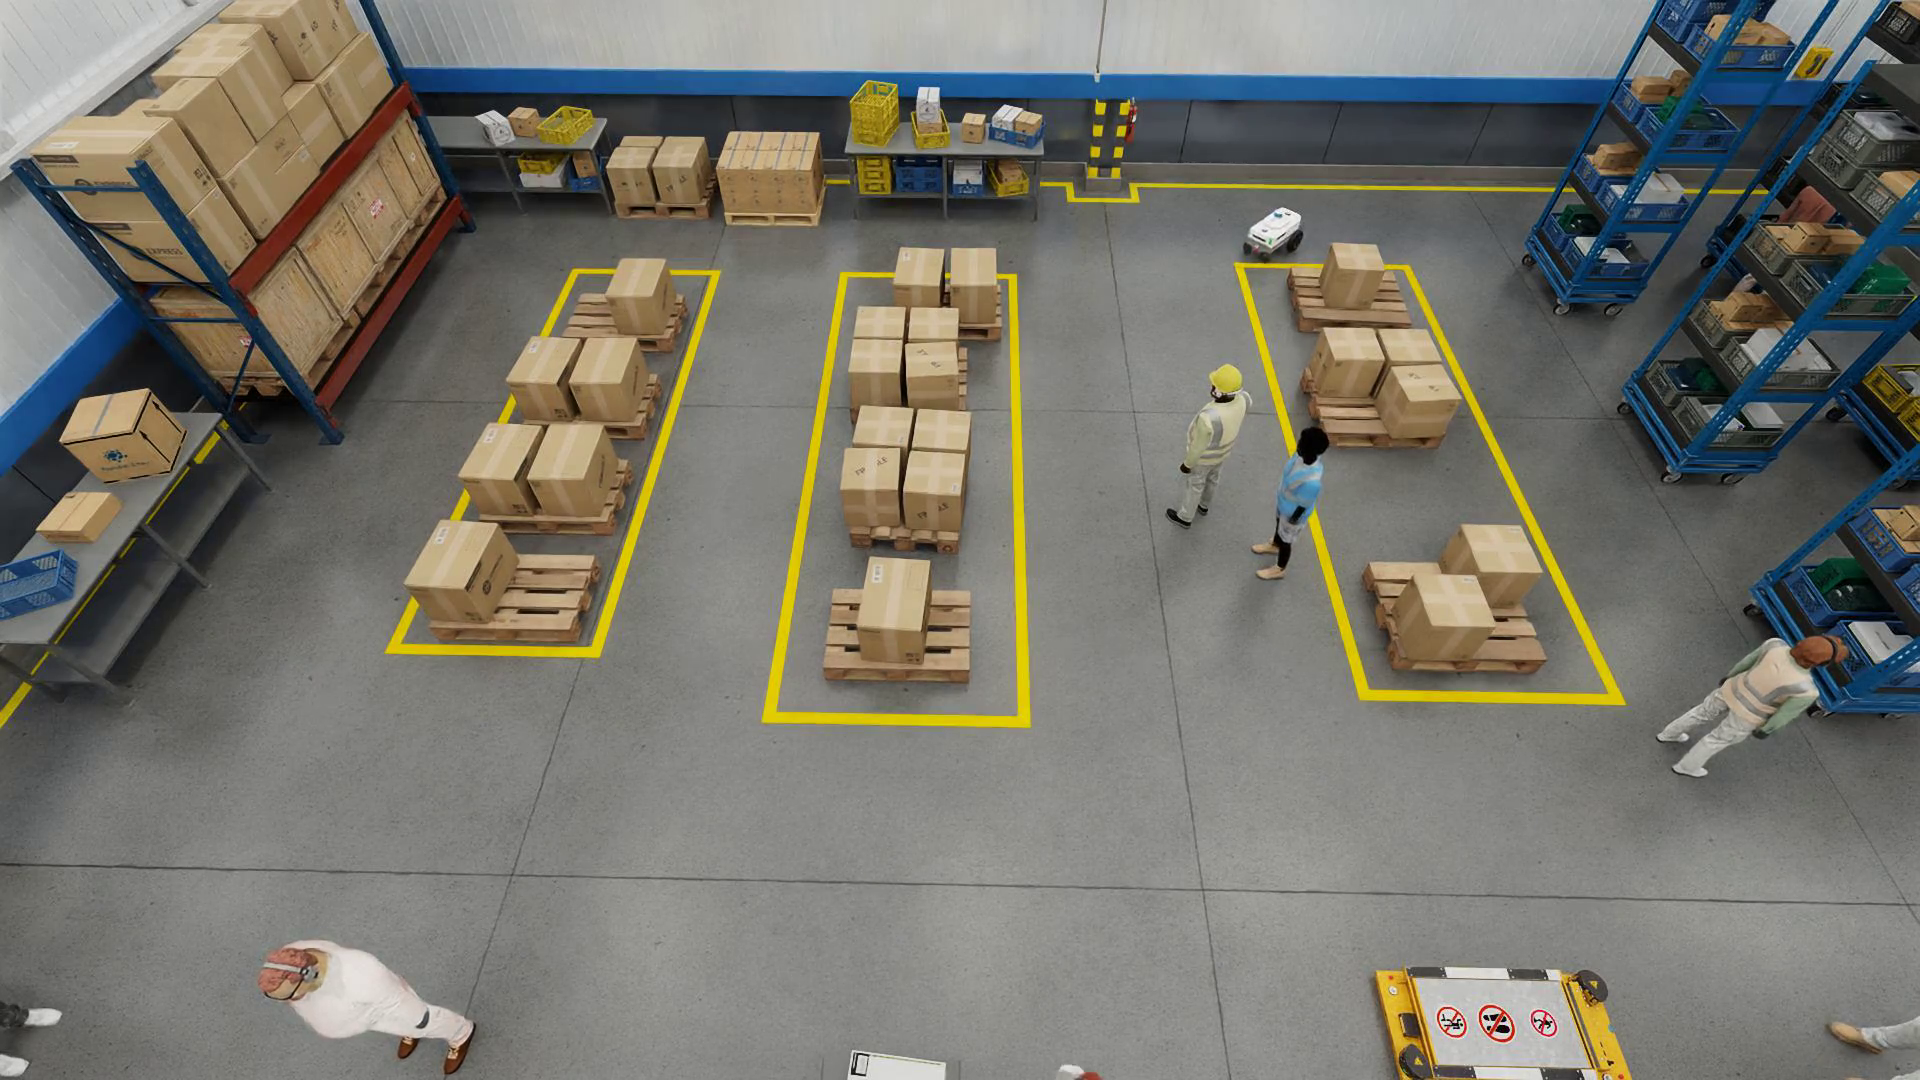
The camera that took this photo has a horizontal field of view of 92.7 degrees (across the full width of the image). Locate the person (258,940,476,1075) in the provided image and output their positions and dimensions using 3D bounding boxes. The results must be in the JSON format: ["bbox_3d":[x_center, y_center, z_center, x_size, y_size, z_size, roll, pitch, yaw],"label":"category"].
[{"bbox_3d":[-3.377,2.677,5.248,0.647,1.900,0.401,12,52,9],"label":"person"}]

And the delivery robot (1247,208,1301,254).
[{"bbox_3d":[3.897,-3.855,11.370,0.477,0.478,0.707,38,60,26],"label":"delivery robot"}]

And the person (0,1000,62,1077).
[{"bbox_3d":[-6.140,2.700,5.221,0.398,1.907,0.599,2,51,2],"label":"person"}]

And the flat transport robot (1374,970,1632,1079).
[{"bbox_3d":[3.501,3.133,5.914,1.431,0.197,0.652,1,51,1],"label":"flat transport robot"}]

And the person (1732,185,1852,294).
[{"bbox_3d":[9.068,-3.170,9.957,0.412,1.984,0.624,-20,54,-16],"label":"person"}]

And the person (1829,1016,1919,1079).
[{"bbox_3d":[5.786,2.809,5.173,0.429,1.839,0.634,13,52,11],"label":"person"}]

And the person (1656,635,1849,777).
[{"bbox_3d":[5.685,1.183,6.632,0.313,1.632,0.521,1,51,0],"label":"person"}]

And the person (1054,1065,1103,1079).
[{"bbox_3d":[0.466,3.244,4.817,0.349,1.855,0.710,17,53,14],"label":"person"}]

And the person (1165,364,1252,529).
[{"bbox_3d":[2.198,-0.817,8.133,0.589,1.833,0.404,-32,58,-24],"label":"person"}]

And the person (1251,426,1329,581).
[{"bbox_3d":[2.834,-0.311,7.813,0.321,1.691,0.542,4,51,4],"label":"person"}]
